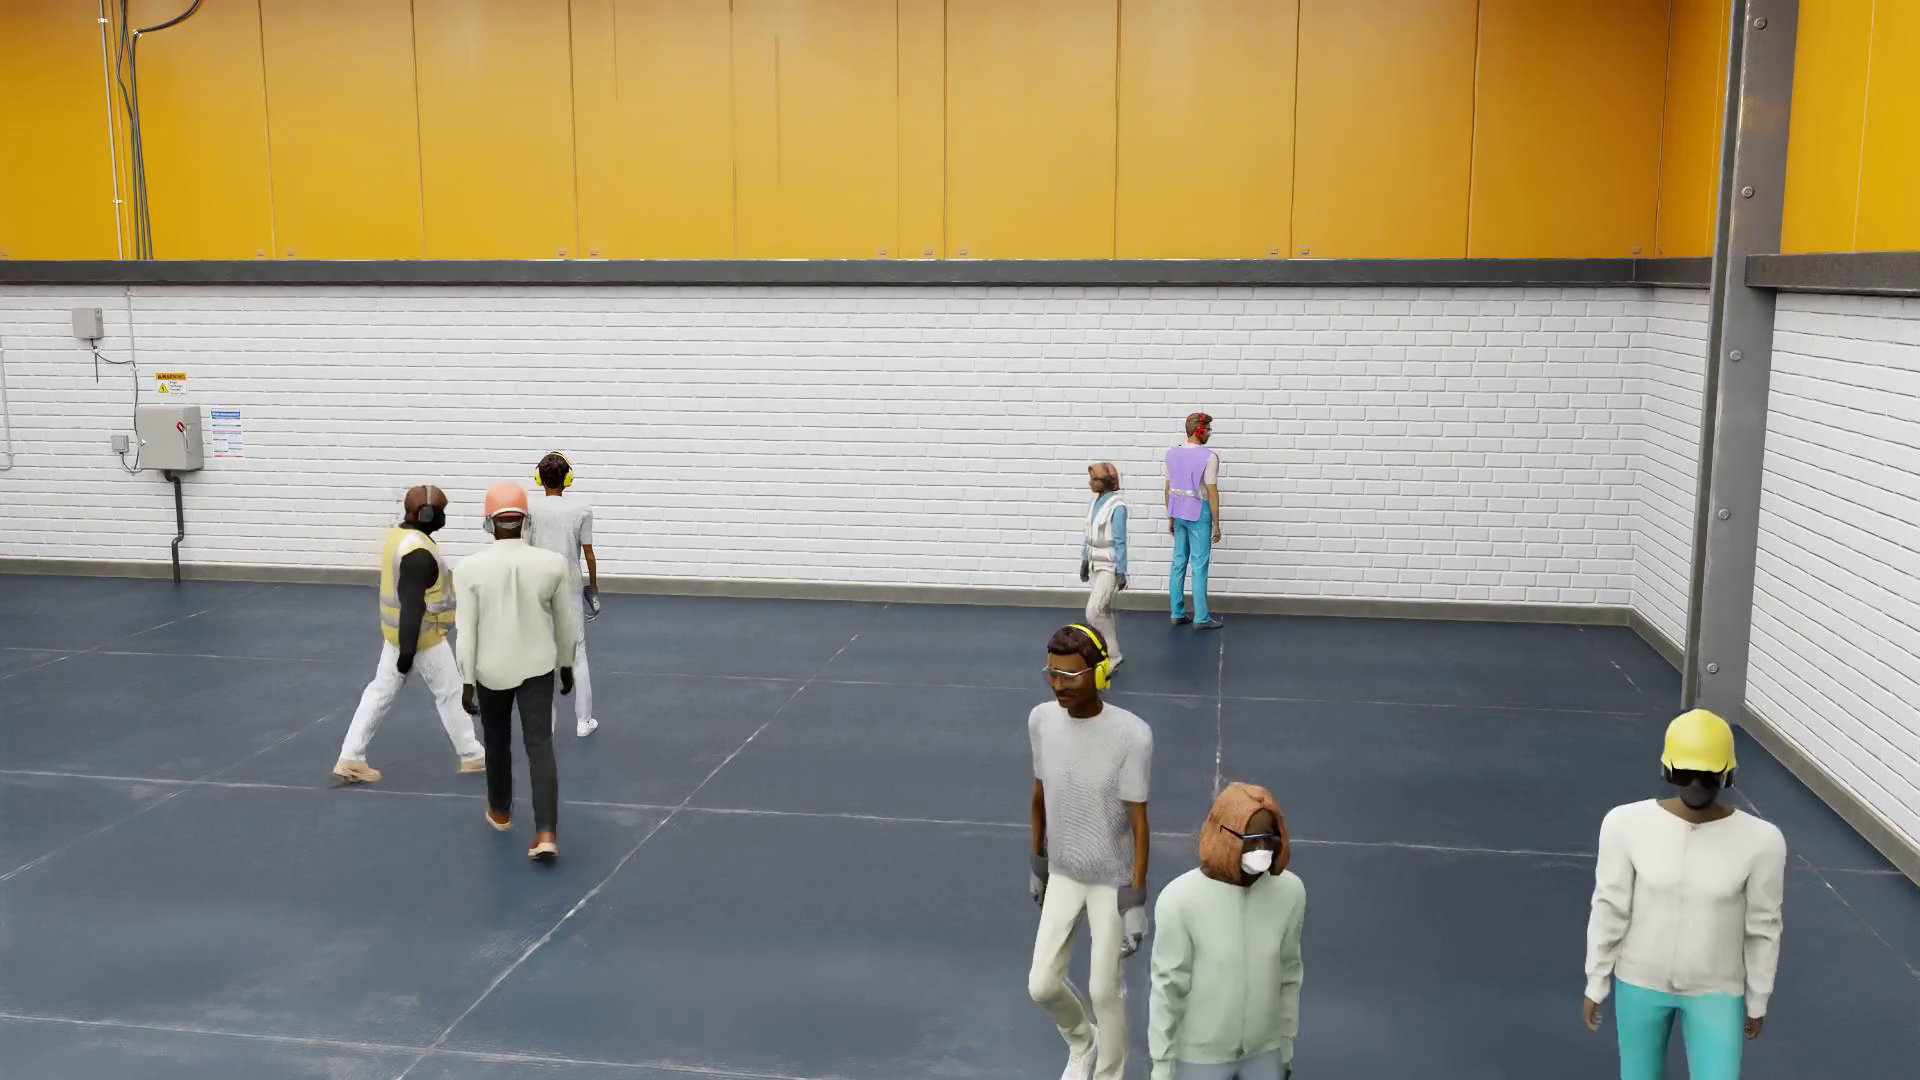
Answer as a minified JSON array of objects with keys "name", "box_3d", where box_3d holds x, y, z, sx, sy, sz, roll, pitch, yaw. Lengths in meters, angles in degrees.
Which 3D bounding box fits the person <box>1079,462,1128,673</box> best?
[{"name":"person","box_3d":[1.055,0.226,12.381,0.386,1.622,0.538,-3,10,-19]}]

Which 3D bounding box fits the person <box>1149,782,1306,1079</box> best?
[{"name":"person","box_3d":[0.741,1.458,4.795,0.514,1.617,0.528,-4,10,-21]}]

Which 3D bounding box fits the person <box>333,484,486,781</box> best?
[{"name":"person","box_3d":[-3.264,0.561,9.857,1.006,1.793,0.633,-6,11,-32]}]

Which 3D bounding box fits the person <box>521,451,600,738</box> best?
[{"name":"person","box_3d":[-2.614,0.359,10.811,0.534,1.868,0.310,-2,9,-12]}]

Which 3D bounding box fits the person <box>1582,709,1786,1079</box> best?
[{"name":"person","box_3d":[2.173,1.358,5.027,0.533,1.754,0.411,4,10,26]}]

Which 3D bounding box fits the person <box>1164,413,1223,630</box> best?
[{"name":"person","box_3d":[1.959,-0.156,14.082,0.390,1.838,0.563,-8,12,-40]}]

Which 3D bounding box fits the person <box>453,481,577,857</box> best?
[{"name":"person","box_3d":[-2.309,0.663,8.715,0.639,1.948,1.029,-4,10,-25]}]

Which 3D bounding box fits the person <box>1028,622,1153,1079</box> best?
[{"name":"person","box_3d":[0.445,1.187,5.773,0.548,1.850,0.407,5,11,30]}]
